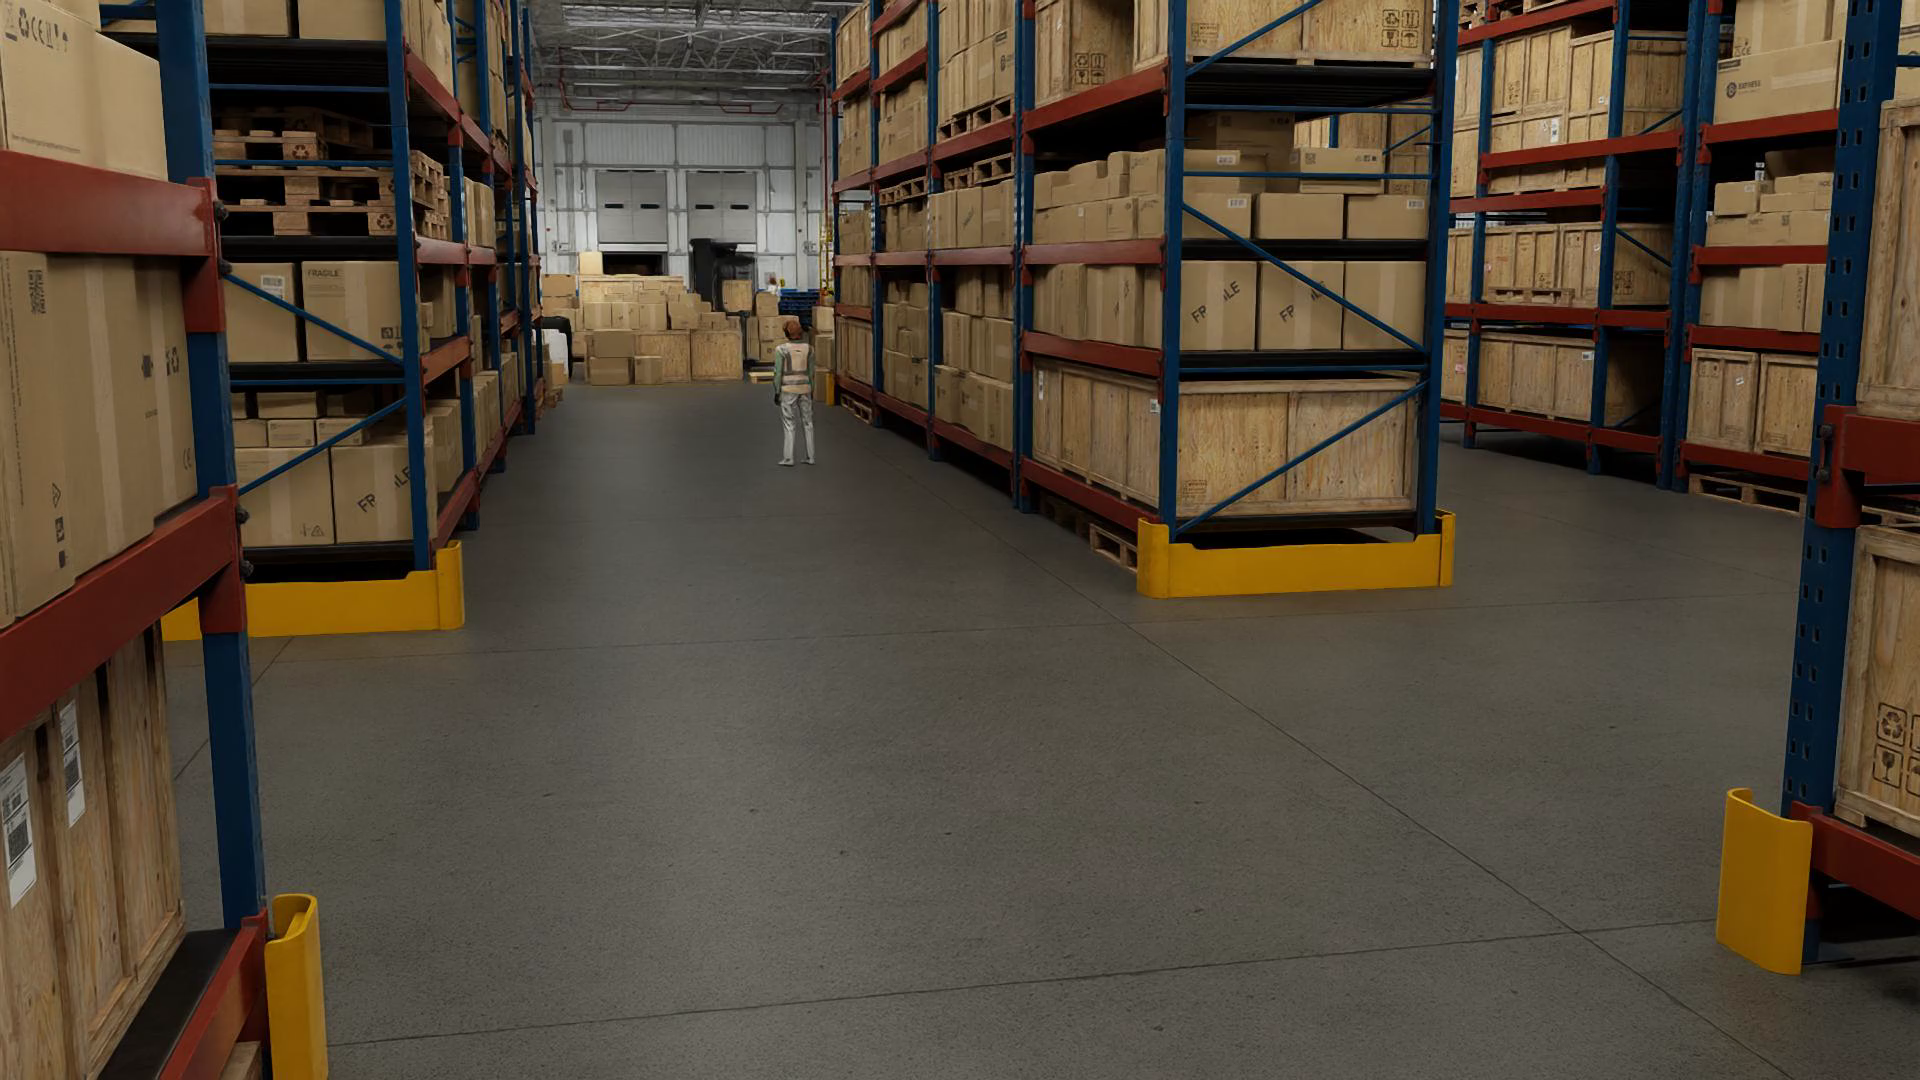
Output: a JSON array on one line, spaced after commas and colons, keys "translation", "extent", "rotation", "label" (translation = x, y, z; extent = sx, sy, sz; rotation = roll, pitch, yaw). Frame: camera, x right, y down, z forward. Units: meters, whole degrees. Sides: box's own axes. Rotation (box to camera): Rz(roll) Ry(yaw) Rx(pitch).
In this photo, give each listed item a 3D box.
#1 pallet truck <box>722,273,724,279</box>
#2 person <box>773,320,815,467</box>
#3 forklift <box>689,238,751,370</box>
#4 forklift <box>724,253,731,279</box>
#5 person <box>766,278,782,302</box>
[{"translation": [-8.580, -8.986, 62.280], "extent": [1.885, 1.965, 0.823], "rotation": [1, 9, 5], "label": "pallet truck"}, {"translation": [-1.847, -1.636, 18.607], "extent": [0.511, 1.630, 0.315], "rotation": [-7, 12, -36], "label": "person"}, {"translation": [-5.501, -5.053, 35.623], "extent": [1.873, 2.768, 1.129], "rotation": [-2, 10, -12], "label": "forklift"}, {"translation": [-6.403, -6.321, 43.352], "extent": [1.129, 2.768, 1.873], "rotation": [-2, 10, -12], "label": "forklift"}, {"translation": [-6.654, -8.498, 59.794], "extent": [0.584, 1.830, 0.979], "rotation": [3, 10, 17], "label": "person"}]
